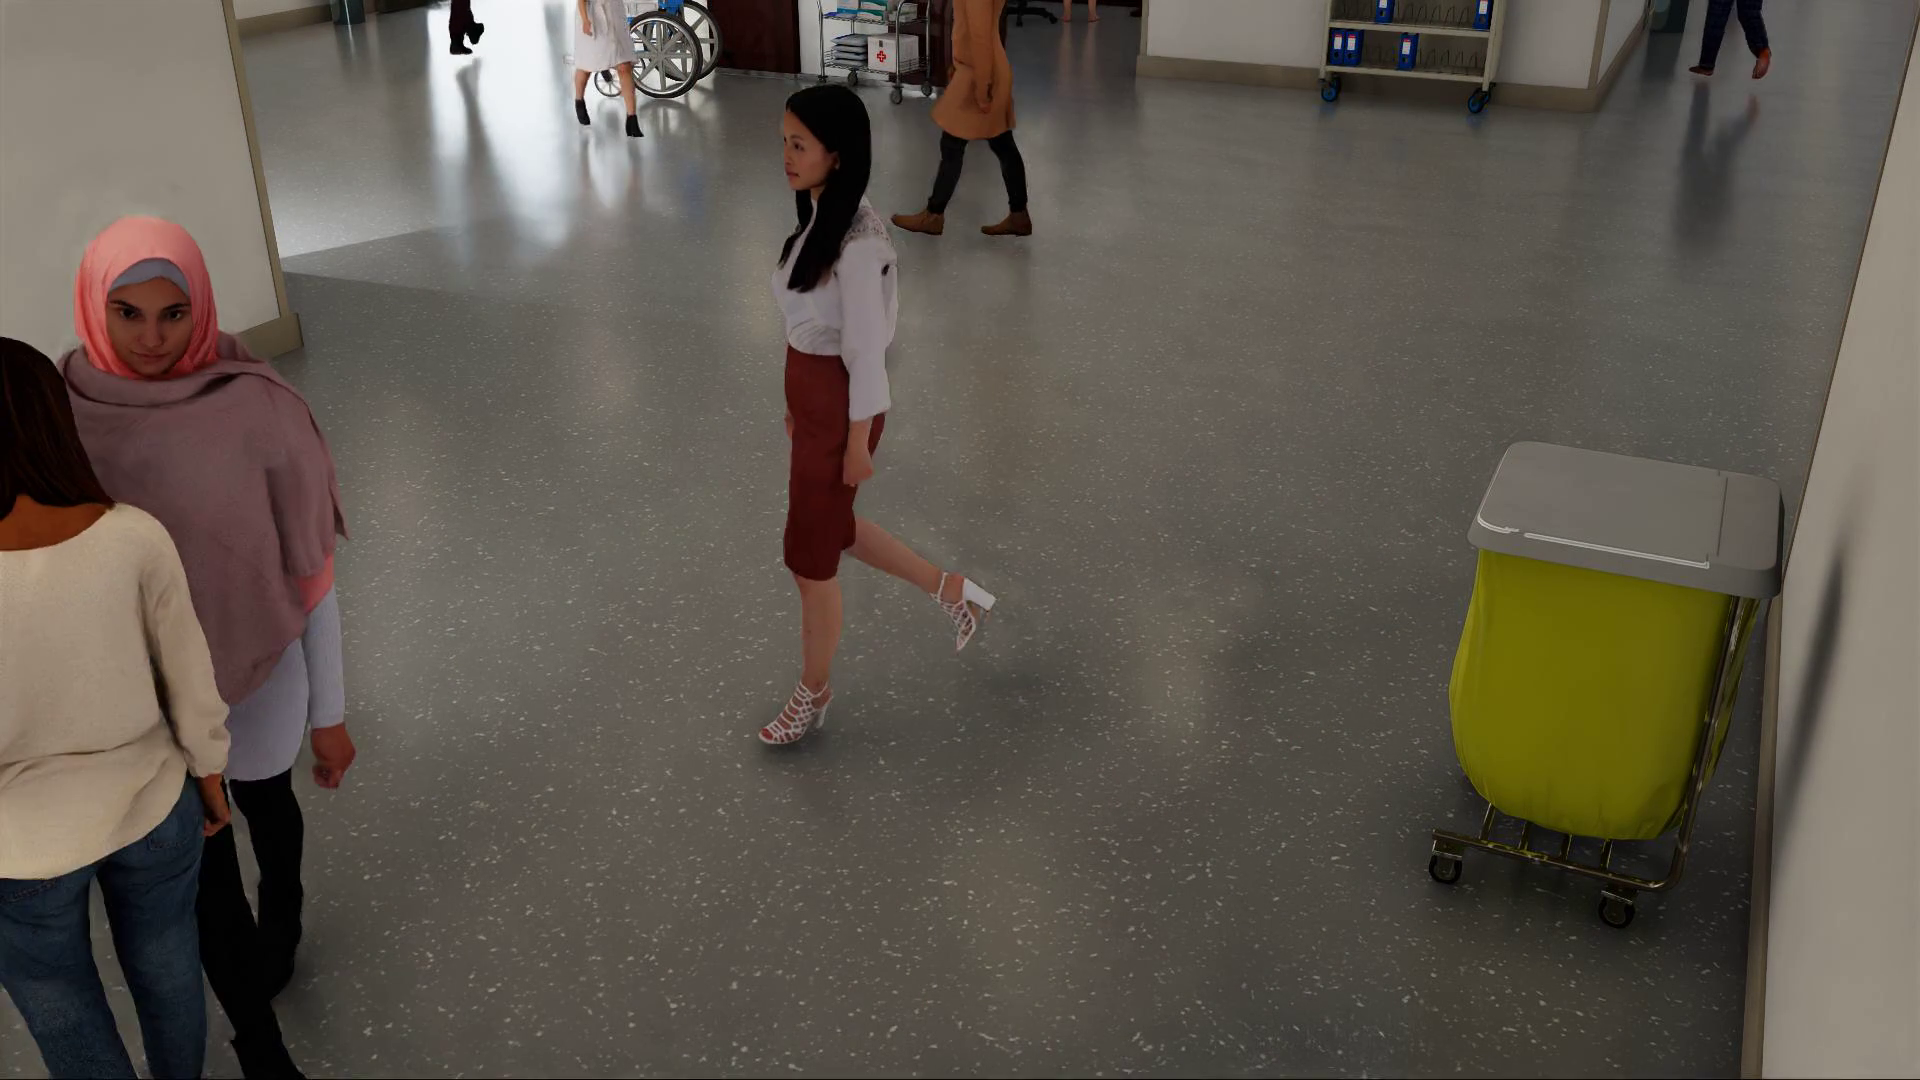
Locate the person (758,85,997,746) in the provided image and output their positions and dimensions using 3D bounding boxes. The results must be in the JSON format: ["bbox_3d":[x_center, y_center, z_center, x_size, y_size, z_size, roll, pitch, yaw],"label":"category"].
[{"bbox_3d":[-0.264,-0.278,4.271,1.009,1.735,0.954,-10,27,-19],"label":"person"}]

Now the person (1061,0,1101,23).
[{"bbox_3d":[1.143,-5.825,15.804,0.567,1.707,0.718,2,26,5],"label":"person"}]

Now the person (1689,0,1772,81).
[{"bbox_3d":[6.113,-4.457,12.867,1.118,1.795,1.094,-4,26,-8],"label":"person"}]

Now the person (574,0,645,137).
[{"bbox_3d":[-2.458,-3.492,11.187,0.879,1.516,1.103,-18,31,-33],"label":"person"}]

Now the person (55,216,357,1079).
[{"bbox_3d":[-1.431,0.241,3.182,1.079,1.744,1.093,-3,26,-6],"label":"person"}]

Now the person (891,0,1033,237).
[{"bbox_3d":[0.202,-2.404,8.668,1.051,1.702,0.816,5,26,11],"label":"person"}]

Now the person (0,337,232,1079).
[{"bbox_3d":[-1.450,0.492,2.756,0.891,1.663,1.002,-17,30,-31],"label":"person"}]
